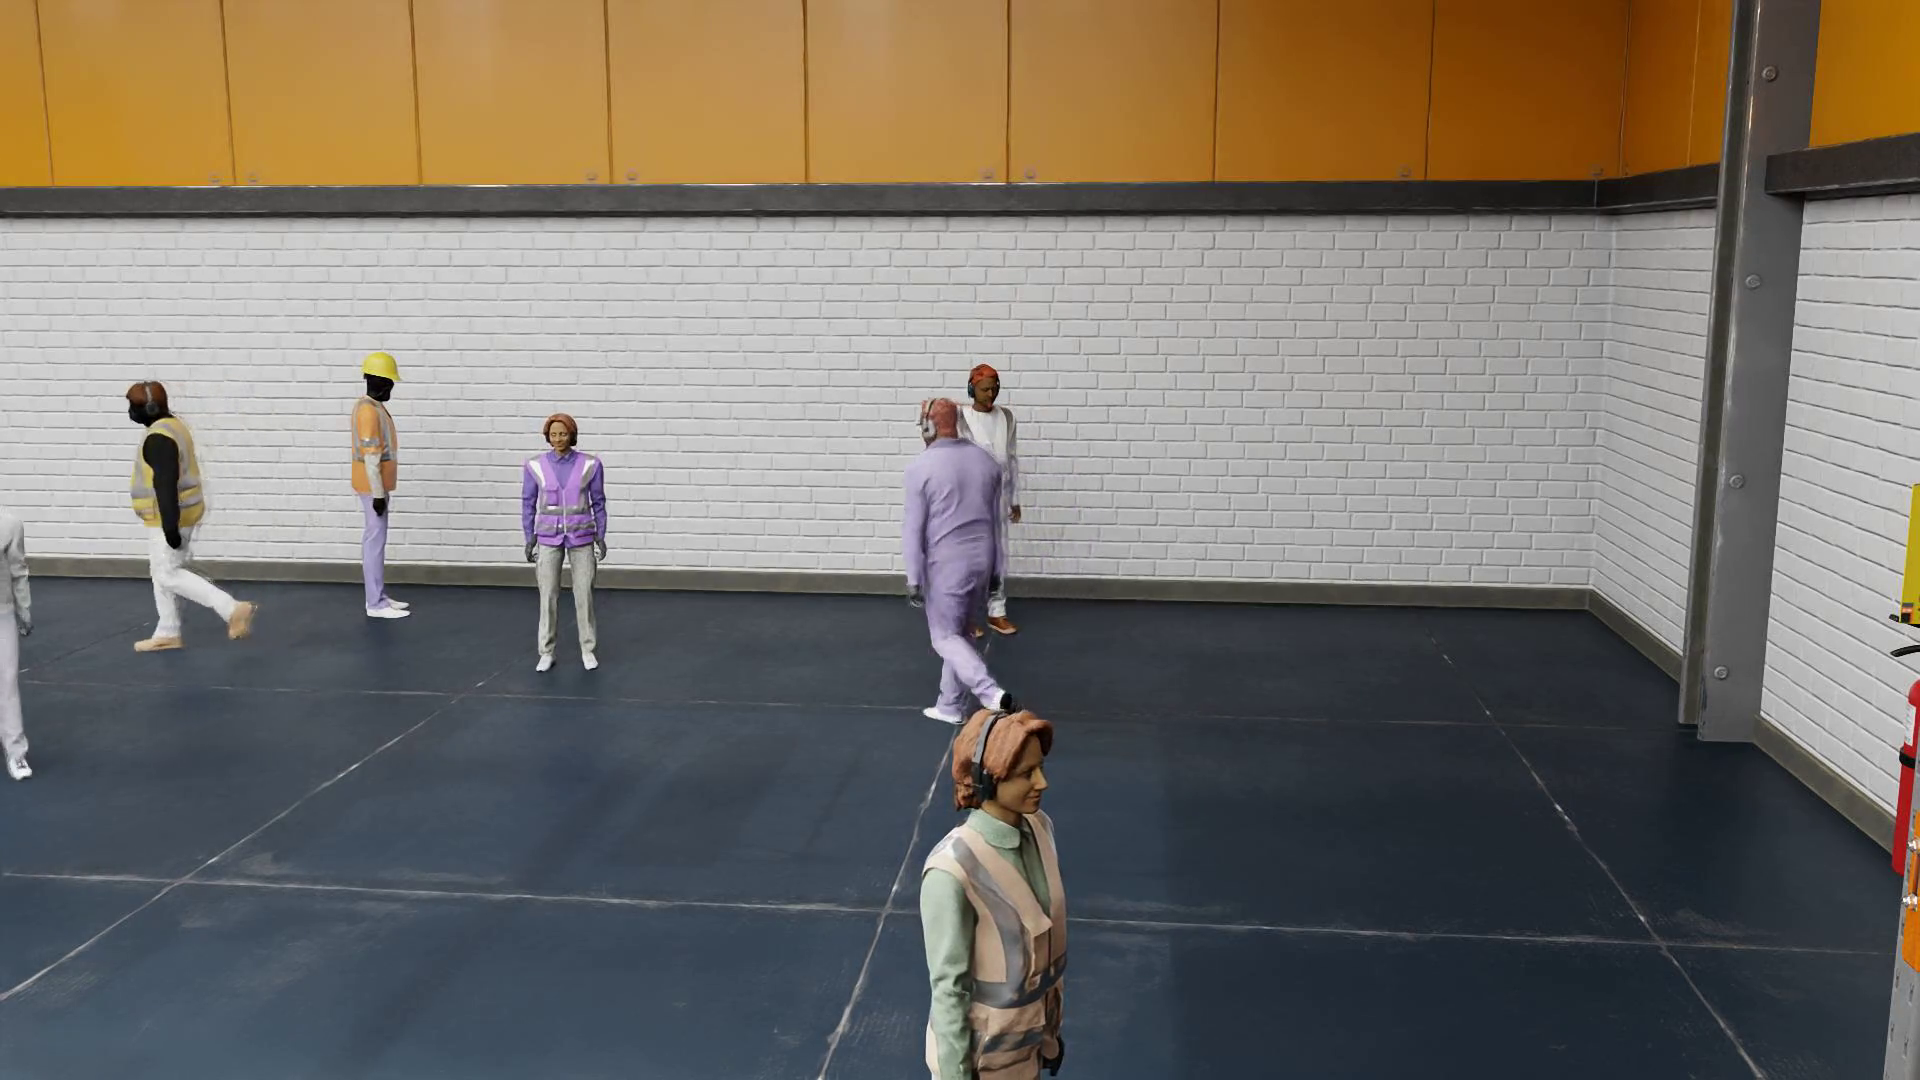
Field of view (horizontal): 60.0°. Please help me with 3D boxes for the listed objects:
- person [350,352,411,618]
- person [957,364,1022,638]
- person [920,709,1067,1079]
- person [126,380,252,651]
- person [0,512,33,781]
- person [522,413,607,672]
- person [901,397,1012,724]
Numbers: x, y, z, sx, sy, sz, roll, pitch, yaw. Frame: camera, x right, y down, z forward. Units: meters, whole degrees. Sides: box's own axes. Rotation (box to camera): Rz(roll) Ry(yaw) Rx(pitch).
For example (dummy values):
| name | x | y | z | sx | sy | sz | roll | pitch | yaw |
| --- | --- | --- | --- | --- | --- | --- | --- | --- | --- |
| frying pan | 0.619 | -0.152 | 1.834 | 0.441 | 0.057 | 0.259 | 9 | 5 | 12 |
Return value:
| name | x | y | z | sx | sy | sz | roll | pitch | yaw |
| --- | --- | --- | --- | --- | --- | --- | --- | --- | --- |
| person | -4.196 | -0.397 | 12.039 | 0.392 | 1.917 | 0.589 | -3 | 10 | -16 |
| person | 0.158 | -0.268 | 11.419 | 0.583 | 1.879 | 0.365 | -6 | 12 | -32 |
| person | 0.082 | 1.180 | 3.798 | 0.310 | 1.642 | 0.514 | 5 | 11 | 27 |
| person | -5.103 | -0.151 | 10.933 | 0.680 | 1.816 | 0.659 | -3 | 10 | -17 |
| person | -5.015 | 0.391 | 8.470 | 0.522 | 1.588 | 0.866 | -8 | 13 | -39 |
| person | -2.482 | 0.016 | 10.473 | 0.523 | 1.638 | 0.310 | -2 | 10 | -11 |
| person | 0.025 | 0.160 | 9.045 | 0.654 | 1.866 | 0.767 | -9 | 13 | -40 |
